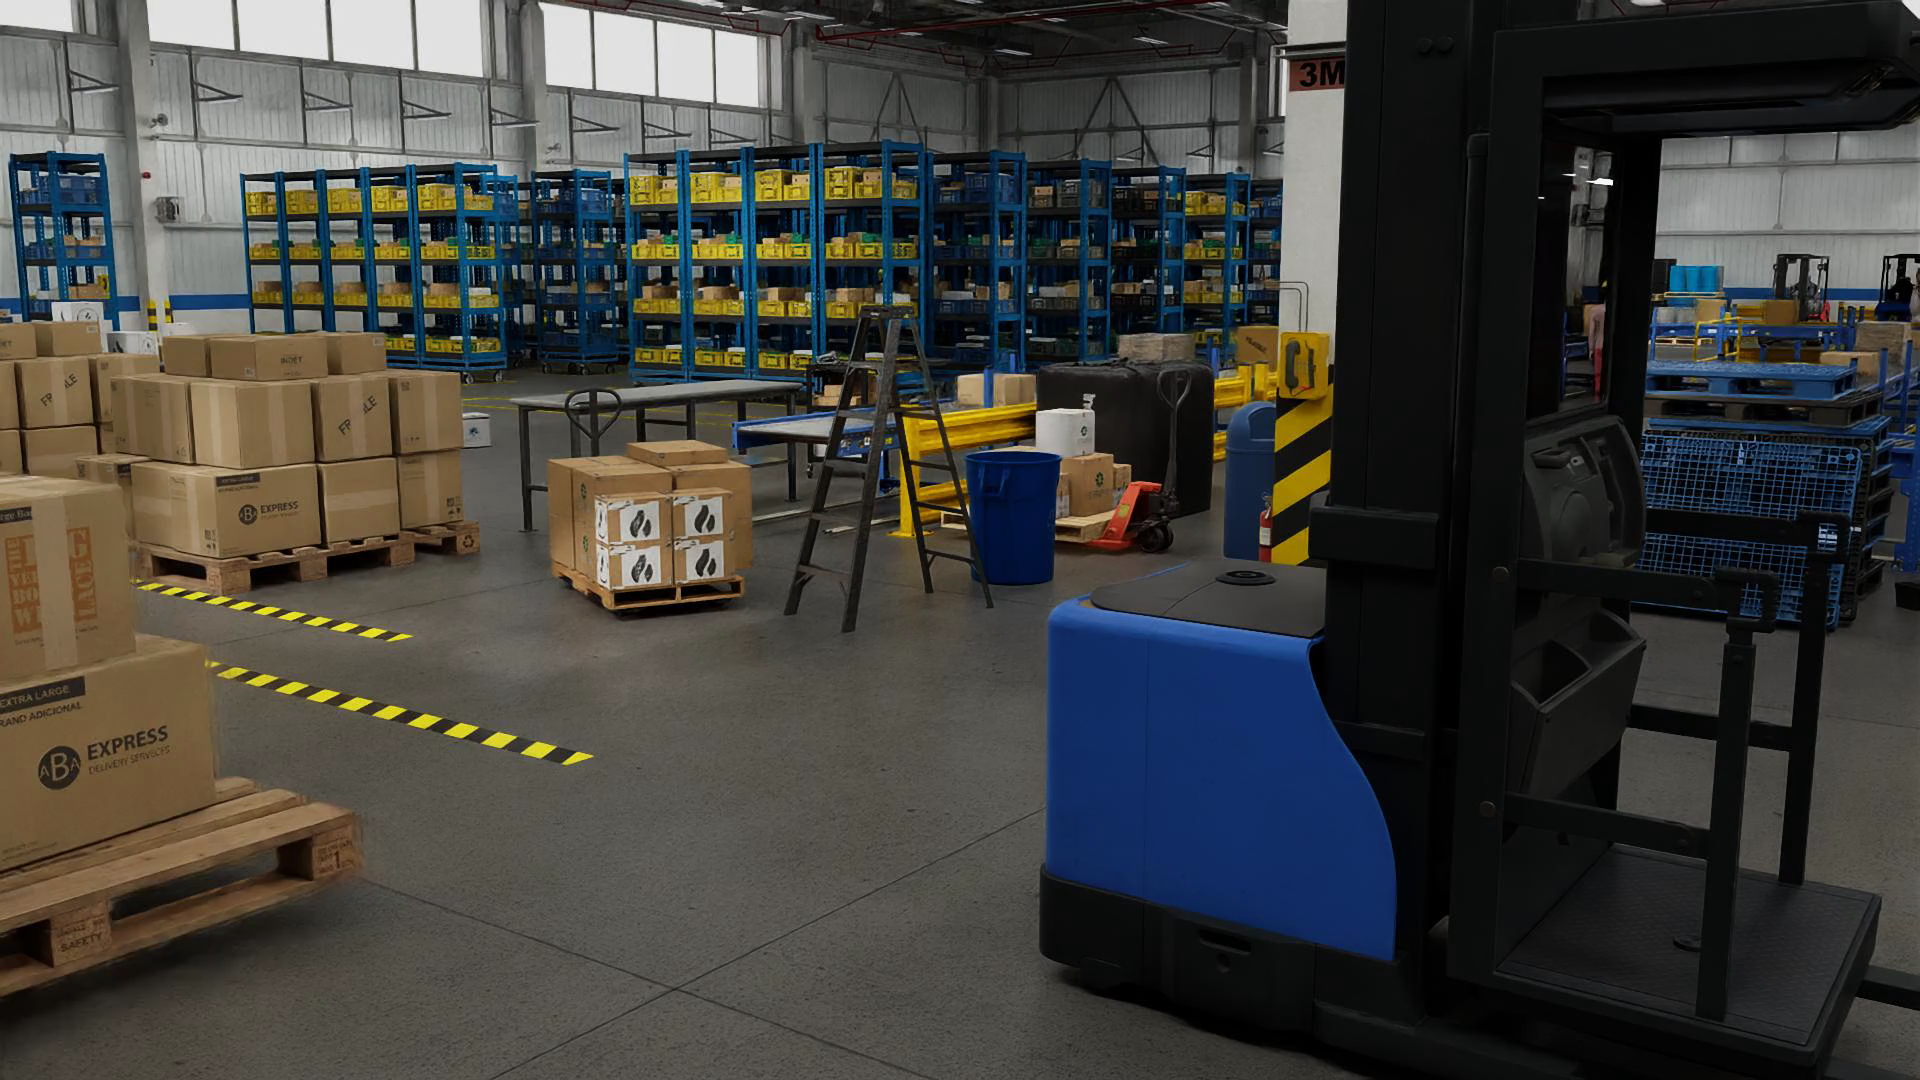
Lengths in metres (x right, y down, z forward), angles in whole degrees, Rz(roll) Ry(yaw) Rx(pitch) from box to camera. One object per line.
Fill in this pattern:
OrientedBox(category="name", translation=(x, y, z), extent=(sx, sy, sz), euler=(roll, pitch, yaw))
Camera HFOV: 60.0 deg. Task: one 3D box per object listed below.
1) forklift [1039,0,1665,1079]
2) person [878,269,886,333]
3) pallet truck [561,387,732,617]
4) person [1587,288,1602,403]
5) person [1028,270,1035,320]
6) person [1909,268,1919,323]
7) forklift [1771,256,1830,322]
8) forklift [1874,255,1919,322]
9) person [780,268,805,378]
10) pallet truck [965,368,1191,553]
OrientedBox(category="forklift", translation=(1.249, -0.137, 4.360), extent=(1.873, 2.768, 1.129), euler=(7, 12, 35))
OrientedBox(category="person", translation=(-1.717, -5.078, 36.898), extent=(0.403, 1.834, 0.589), euler=(6, 11, 30))
OrientedBox(category="pallet truck", translation=(-1.981, -0.274, 10.088), extent=(0.680, 1.201, 1.601), euler=(-5, 11, -28))
OrientedBox(category="person", translation=(9.099, -2.776, 23.410), extent=(0.522, 1.761, 0.327), euler=(5, 11, 26))
OrientedBox(category="person", translation=(1.688, -5.291, 38.236), extent=(0.782, 1.819, 0.571), euler=(-7, 12, -37))
OrientedBox(category="person", translation=(18.472, -4.285, 32.020), extent=(0.436, 1.892, 0.653), euler=(0, 10, 0))
OrientedBox(category="forklift", translation=(20.253, -5.854, 40.139), extent=(1.157, 1.987, 2.680), euler=(7, 12, 35))
OrientedBox(category="forklift", translation=(22.089, -5.634, 38.796), extent=(1.157, 1.987, 2.680), euler=(6, 11, 33))
OrientedBox(category="person", translation=(-2.973, -3.730, 28.681), extent=(0.948, 1.906, 0.616), euler=(5, 11, 26))
OrientedBox(category="pallet truck", translation=(0.845, -0.609, 11.869), extent=(1.630, 1.274, 0.653), euler=(7, 12, 35))
